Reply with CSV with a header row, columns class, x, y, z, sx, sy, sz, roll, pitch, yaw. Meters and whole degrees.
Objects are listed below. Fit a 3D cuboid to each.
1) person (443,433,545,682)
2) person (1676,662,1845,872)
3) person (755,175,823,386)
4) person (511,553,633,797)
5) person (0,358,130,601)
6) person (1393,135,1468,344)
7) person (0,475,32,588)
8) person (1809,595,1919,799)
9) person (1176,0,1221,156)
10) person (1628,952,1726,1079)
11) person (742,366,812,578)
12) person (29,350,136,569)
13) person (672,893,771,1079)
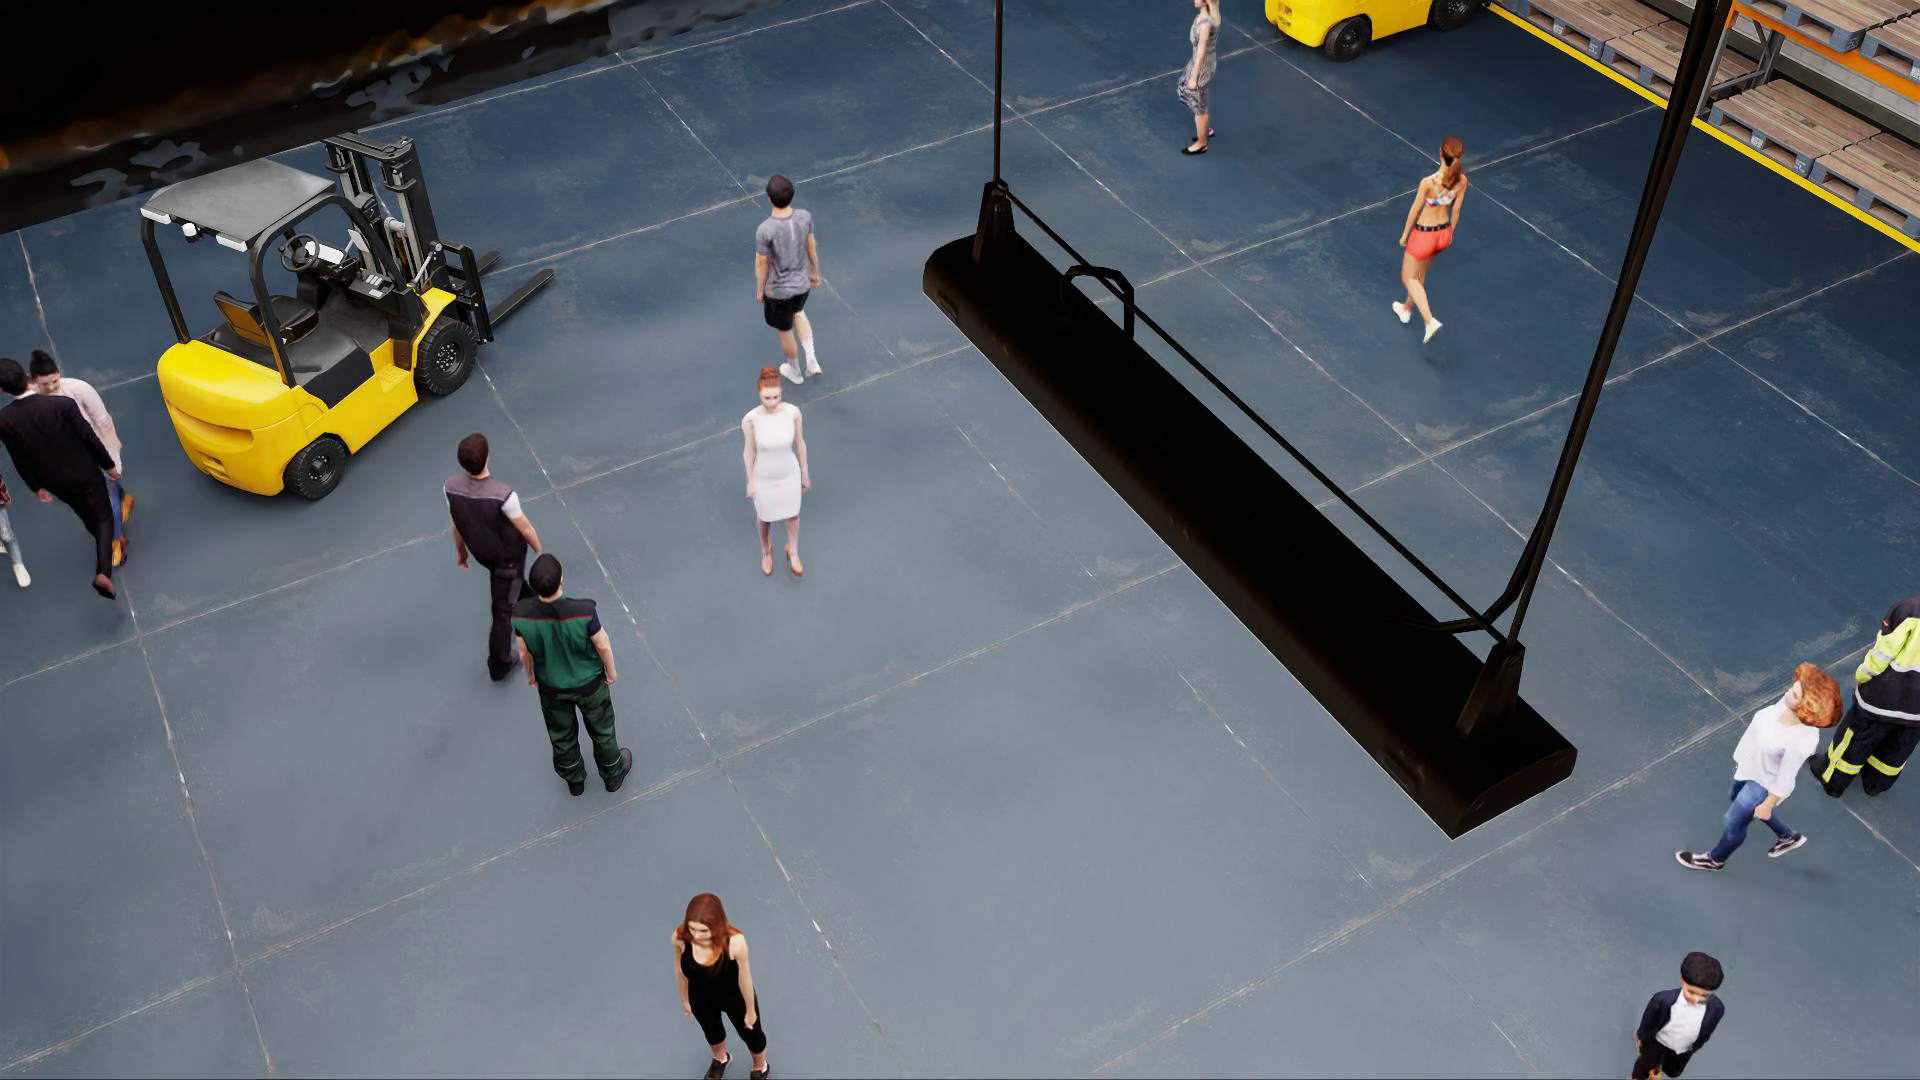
class,x,y,z,sx,sy,sz,roll,pitch,yaw
person,-3.008,0.146,10.676,1.193,1.801,1.230,12,45,13
person,4.686,1.348,9.484,1.014,1.704,0.950,11,45,11
person,-1.276,-1.931,12.812,0.722,1.861,0.807,-27,50,-26
person,-2.323,0.814,9.904,0.764,1.899,0.737,-2,44,-3
person,-6.003,-0.383,11.194,0.898,1.852,1.150,-11,45,-11
person,3.787,-2.370,13.338,0.709,1.773,1.020,-12,45,-12
person,-6.783,-0.290,11.504,0.535,1.291,0.807,-23,48,-22
person,5.618,0.805,9.853,0.872,1.983,0.863,1,44,1
person,2.346,-4.352,15.478,0.793,1.689,0.729,7,44,8
person,3.700,2.505,8.624,0.666,1.216,0.726,10,45,11
person,-1.247,-0.450,11.306,0.643,1.794,0.575,-11,45,-11
person,-6.131,-0.698,11.641,0.965,1.692,1.192,-4,44,-4
person,-1.200,2.310,8.460,0.641,1.724,0.691,7,44,8
